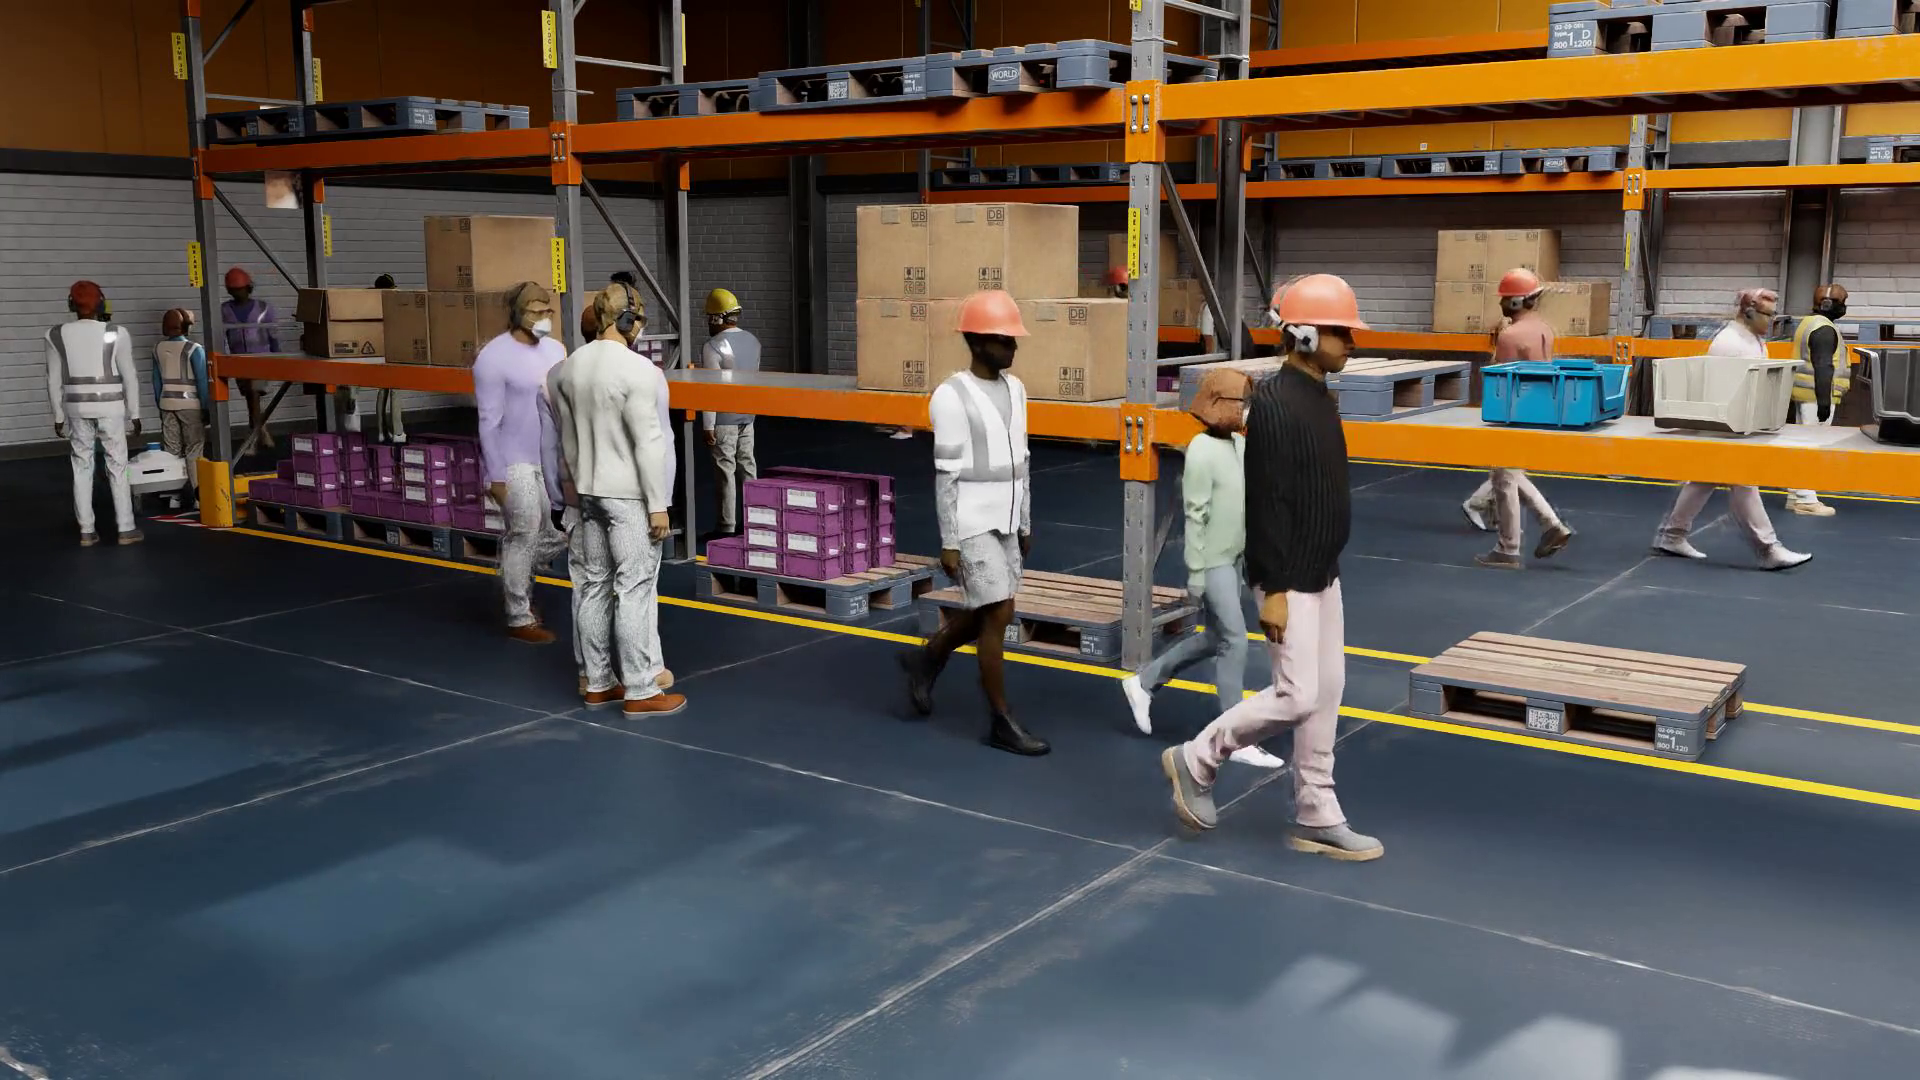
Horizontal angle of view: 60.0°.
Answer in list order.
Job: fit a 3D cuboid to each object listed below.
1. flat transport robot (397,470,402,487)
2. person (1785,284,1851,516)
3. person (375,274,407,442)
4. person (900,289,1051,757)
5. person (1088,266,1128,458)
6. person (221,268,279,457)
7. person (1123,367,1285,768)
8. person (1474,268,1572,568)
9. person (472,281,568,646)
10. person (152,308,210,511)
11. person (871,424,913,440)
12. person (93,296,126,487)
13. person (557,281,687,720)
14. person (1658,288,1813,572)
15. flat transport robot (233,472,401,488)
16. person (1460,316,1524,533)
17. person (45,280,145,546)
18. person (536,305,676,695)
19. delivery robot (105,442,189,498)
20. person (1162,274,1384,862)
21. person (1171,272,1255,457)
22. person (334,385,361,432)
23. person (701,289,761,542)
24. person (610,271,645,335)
[{"bbox_3d":[-4.371,-0.611,14.939,1.431,0.197,0.652,-7,12,-35],"label":"flat transport robot"},{"bbox_3d":[6.879,-1.123,13.324,0.429,1.840,0.632,3,10,16],"label":"person"},{"bbox_3d":[-6.369,-2.024,18.587,0.516,1.877,0.327,6,11,31],"label":"person"},{"bbox_3d":[0.052,-0.087,6.947,0.788,1.915,0.551,7,12,37],"label":"person"},{"bbox_3d":[1.584,-1.830,17.141,0.741,1.974,0.621,7,12,38],"label":"person"},{"bbox_3d":[-7.492,-1.884,17.544,0.622,1.969,1.087,-2,10,-9],"label":"person"},{"bbox_3d":[0.998,0.093,6.771,0.699,1.610,0.506,5,11,29],"label":"person"},{"bbox_3d":[3.691,-0.786,10.923,0.501,1.980,0.619,8,12,40],"label":"person"},{"bbox_3d":[-2.281,-0.392,8.748,0.465,1.918,0.685,5,11,26],"label":"person"},{"bbox_3d":[-6.300,-1.051,13.487,0.515,1.641,0.314,3,10,19],"label":"person"},{"bbox_3d":[-0.827,-2.083,18.966,0.859,1.869,0.663,6,11,34],"label":"person"},{"bbox_3d":[-7.791,-1.347,15.043,0.519,1.712,0.938,-3,10,-16],"label":"person"},{"bbox_3d":[-1.511,-0.173,7.387,0.627,1.935,0.371,8,13,41],"label":"person"},{"bbox_3d":[5.138,-0.727,10.962,1.029,1.838,0.725,8,12,39],"label":"person"},{"bbox_3d":[-5.531,-0.468,14.089,1.431,0.197,0.652,-5,11,-29],"label":"flat transport robot"},{"bbox_3d":[4.007,-0.840,12.279,0.386,1.629,0.519,3,10,19],"label":"person"},{"bbox_3d":[-6.144,-0.895,11.830,0.584,1.883,0.337,-2,10,-13],"label":"person"},{"bbox_3d":[-1.625,-0.185,7.747,0.624,1.841,0.430,1,10,4],"label":"person"},{"bbox_3d":[-6.496,-0.547,13.434,0.477,0.478,0.707,6,11,33],"label":"delivery robot"},{"bbox_3d":[1.096,0.101,5.605,0.670,1.978,0.634,6,11,30],"label":"person"},{"bbox_3d":[2.578,-1.775,16.610,0.966,2.000,0.683,3,10,18],"label":"person"},{"bbox_3d":[-5.519,-1.256,14.779,0.535,1.617,0.625,9,13,44],"label":"person"},{"bbox_3d":[-1.667,-0.884,11.958,0.403,1.827,0.588,6,11,30],"label":"person"},{"bbox_3d":[-3.838,-2.122,19.105,1.054,1.897,0.638,-2,10,-12],"label":"person"}]
